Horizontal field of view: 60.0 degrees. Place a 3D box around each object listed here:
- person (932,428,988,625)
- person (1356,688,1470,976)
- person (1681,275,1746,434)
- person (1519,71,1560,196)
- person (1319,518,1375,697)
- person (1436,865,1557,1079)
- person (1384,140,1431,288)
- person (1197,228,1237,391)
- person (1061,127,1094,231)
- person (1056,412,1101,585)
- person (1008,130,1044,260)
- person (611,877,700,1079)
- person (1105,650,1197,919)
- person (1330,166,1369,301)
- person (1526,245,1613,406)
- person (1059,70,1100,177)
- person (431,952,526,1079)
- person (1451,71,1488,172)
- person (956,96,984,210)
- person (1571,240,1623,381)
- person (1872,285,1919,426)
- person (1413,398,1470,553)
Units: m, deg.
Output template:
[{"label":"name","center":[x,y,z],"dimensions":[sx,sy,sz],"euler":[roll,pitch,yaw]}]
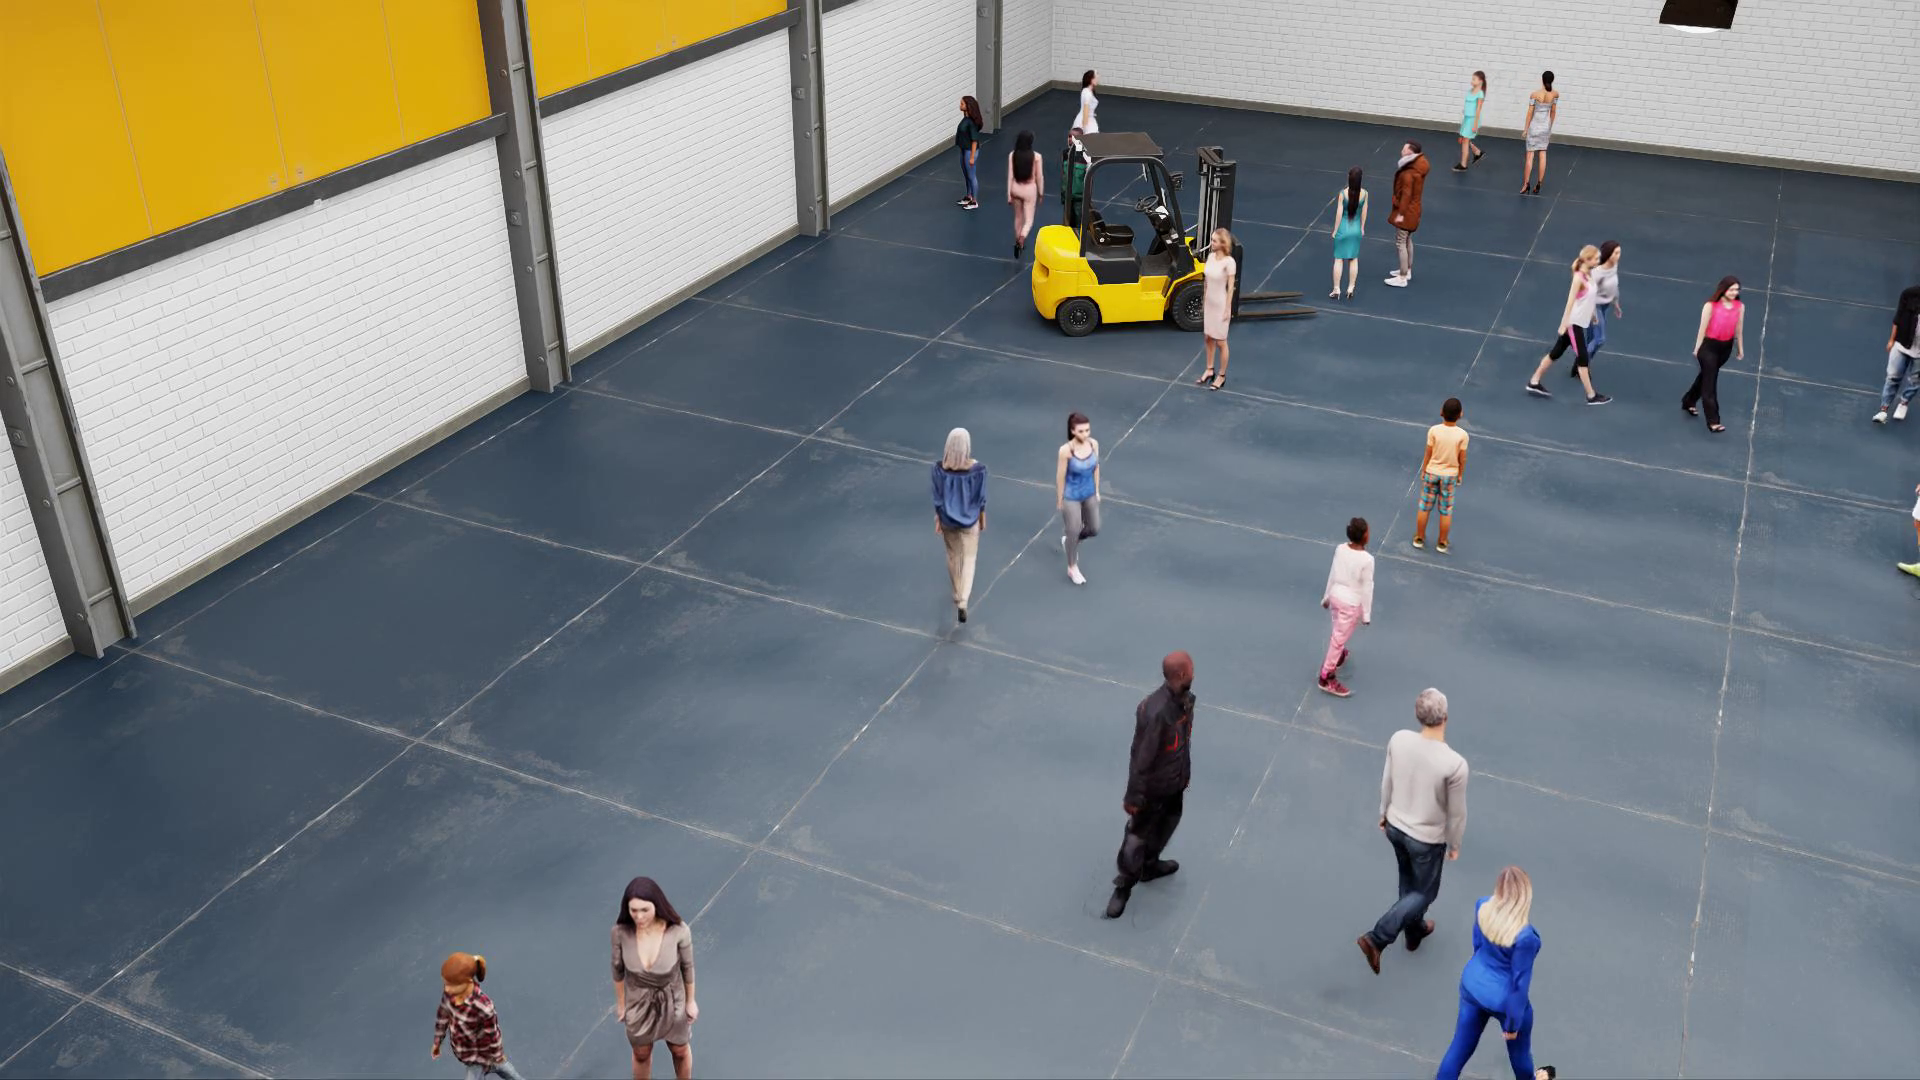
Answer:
[{"label":"person","center":[-0.009,-0.107,13.872],"dimensions":[0.832,1.678,1.117],"euler":[3,29,5]},{"label":"person","center":[2.742,1.822,10.140],"dimensions":[1.189,1.865,1.013],"euler":[-20,34,-32]},{"label":"person","center":[7.838,-1.978,17.369],"dimensions":[1.022,1.615,1.141],"euler":[-7,29,-13]},{"label":"person","center":[8.554,-6.016,24.555],"dimensions":[0.678,1.822,0.696],"euler":[-3,29,-5]},{"label":"person","center":[3.007,0.499,13.026],"dimensions":[0.914,1.424,0.850],"euler":[-13,31,-23]},{"label":"person","center":[2.814,2.531,9.054],"dimensions":[1.135,1.661,1.037],"euler":[-11,31,-20]},{"label":"person","center":[5.695,-4.160,21.143],"dimensions":[0.749,1.831,0.595],"euler":[14,31,24]},{"label":"person","center":[2.821,-2.527,18.152],"dimensions":[0.673,1.829,0.654],"euler":[-17,33,-28]},{"label":"person","center":[1.535,-4.492,21.745],"dimensions":[0.743,1.838,0.718],"euler":[24,37,37]},{"label":"person","center":[0.998,-0.397,14.488],"dimensions":[0.777,1.598,0.823],"euler":[-15,32,-25]},{"label":"person","center":[0.836,-4.517,21.933],"dimensions":[0.732,1.702,1.066],"euler":[7,29,12]},{"label":"person","center":[-1.642,2.509,9.005],"dimensions":[0.665,1.746,0.665],"euler":[-1,29,-3]},{"label":"person","center":[1.194,1.563,10.707],"dimensions":[0.970,1.777,0.585],"euler":[23,36,36]},{"label":"person","center":[4.828,-3.821,20.672],"dimensions":[0.630,1.687,0.648],"euler":[-4,29,-7]},{"label":"person","center":[6.498,-2.310,17.851],"dimensions":[0.736,1.736,1.093],"euler":[16,33,27]},{"label":"person","center":[1.758,-6.019,24.595],"dimensions":[0.903,1.788,0.904],"euler":[0,29,0]},{"label":"person","center":[-2.594,2.727,9.110],"dimensions":[0.697,1.263,0.970],"euler":[23,36,35]},{"label":"person","center":[7.953,-6.463,25.659],"dimensions":[0.832,1.549,0.815],"euler":[-4,29,-7]},{"label":"person","center":[0.134,-5.610,24.025],"dimensions":[0.768,1.616,0.700],"euler":[-7,29,-13]},{"label":"person","center":[6.981,-2.560,18.429],"dimensions":[0.743,1.622,0.629],"euler":[25,37,38]},{"label":"person","center":[10.029,-2.085,17.387],"dimensions":[0.850,1.785,1.109],"euler":[20,34,32]},{"label":"person","center":[4.337,-0.591,14.988],"dimensions":[0.544,1.459,0.529],"euler":[8,30,14]}]
